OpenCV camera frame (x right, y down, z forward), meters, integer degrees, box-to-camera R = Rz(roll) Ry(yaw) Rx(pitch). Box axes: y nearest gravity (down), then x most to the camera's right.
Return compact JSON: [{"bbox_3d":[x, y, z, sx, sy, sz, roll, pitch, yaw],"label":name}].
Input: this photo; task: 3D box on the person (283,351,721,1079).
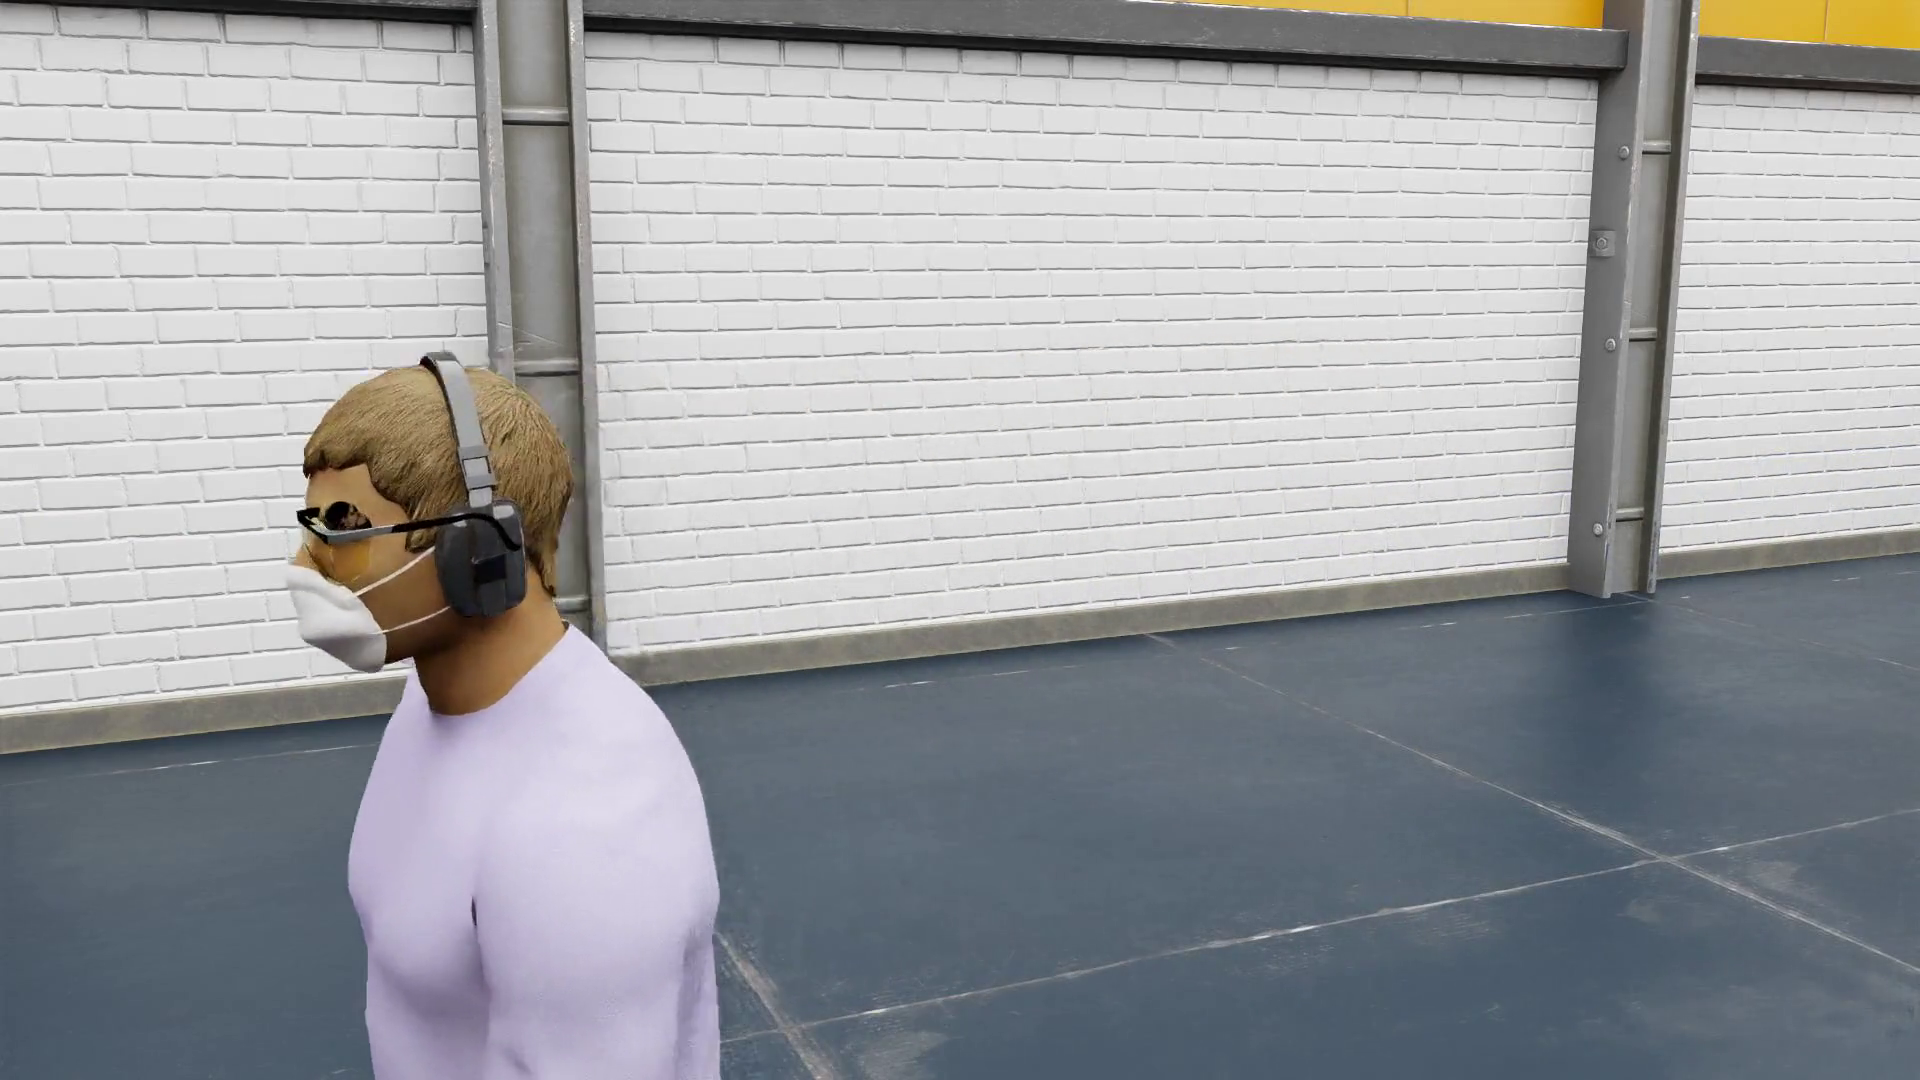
[{"bbox_3d":[-0.526,0.785,1.614,0.770,1.914,0.662,-6,12,-28],"label":"person"}]
